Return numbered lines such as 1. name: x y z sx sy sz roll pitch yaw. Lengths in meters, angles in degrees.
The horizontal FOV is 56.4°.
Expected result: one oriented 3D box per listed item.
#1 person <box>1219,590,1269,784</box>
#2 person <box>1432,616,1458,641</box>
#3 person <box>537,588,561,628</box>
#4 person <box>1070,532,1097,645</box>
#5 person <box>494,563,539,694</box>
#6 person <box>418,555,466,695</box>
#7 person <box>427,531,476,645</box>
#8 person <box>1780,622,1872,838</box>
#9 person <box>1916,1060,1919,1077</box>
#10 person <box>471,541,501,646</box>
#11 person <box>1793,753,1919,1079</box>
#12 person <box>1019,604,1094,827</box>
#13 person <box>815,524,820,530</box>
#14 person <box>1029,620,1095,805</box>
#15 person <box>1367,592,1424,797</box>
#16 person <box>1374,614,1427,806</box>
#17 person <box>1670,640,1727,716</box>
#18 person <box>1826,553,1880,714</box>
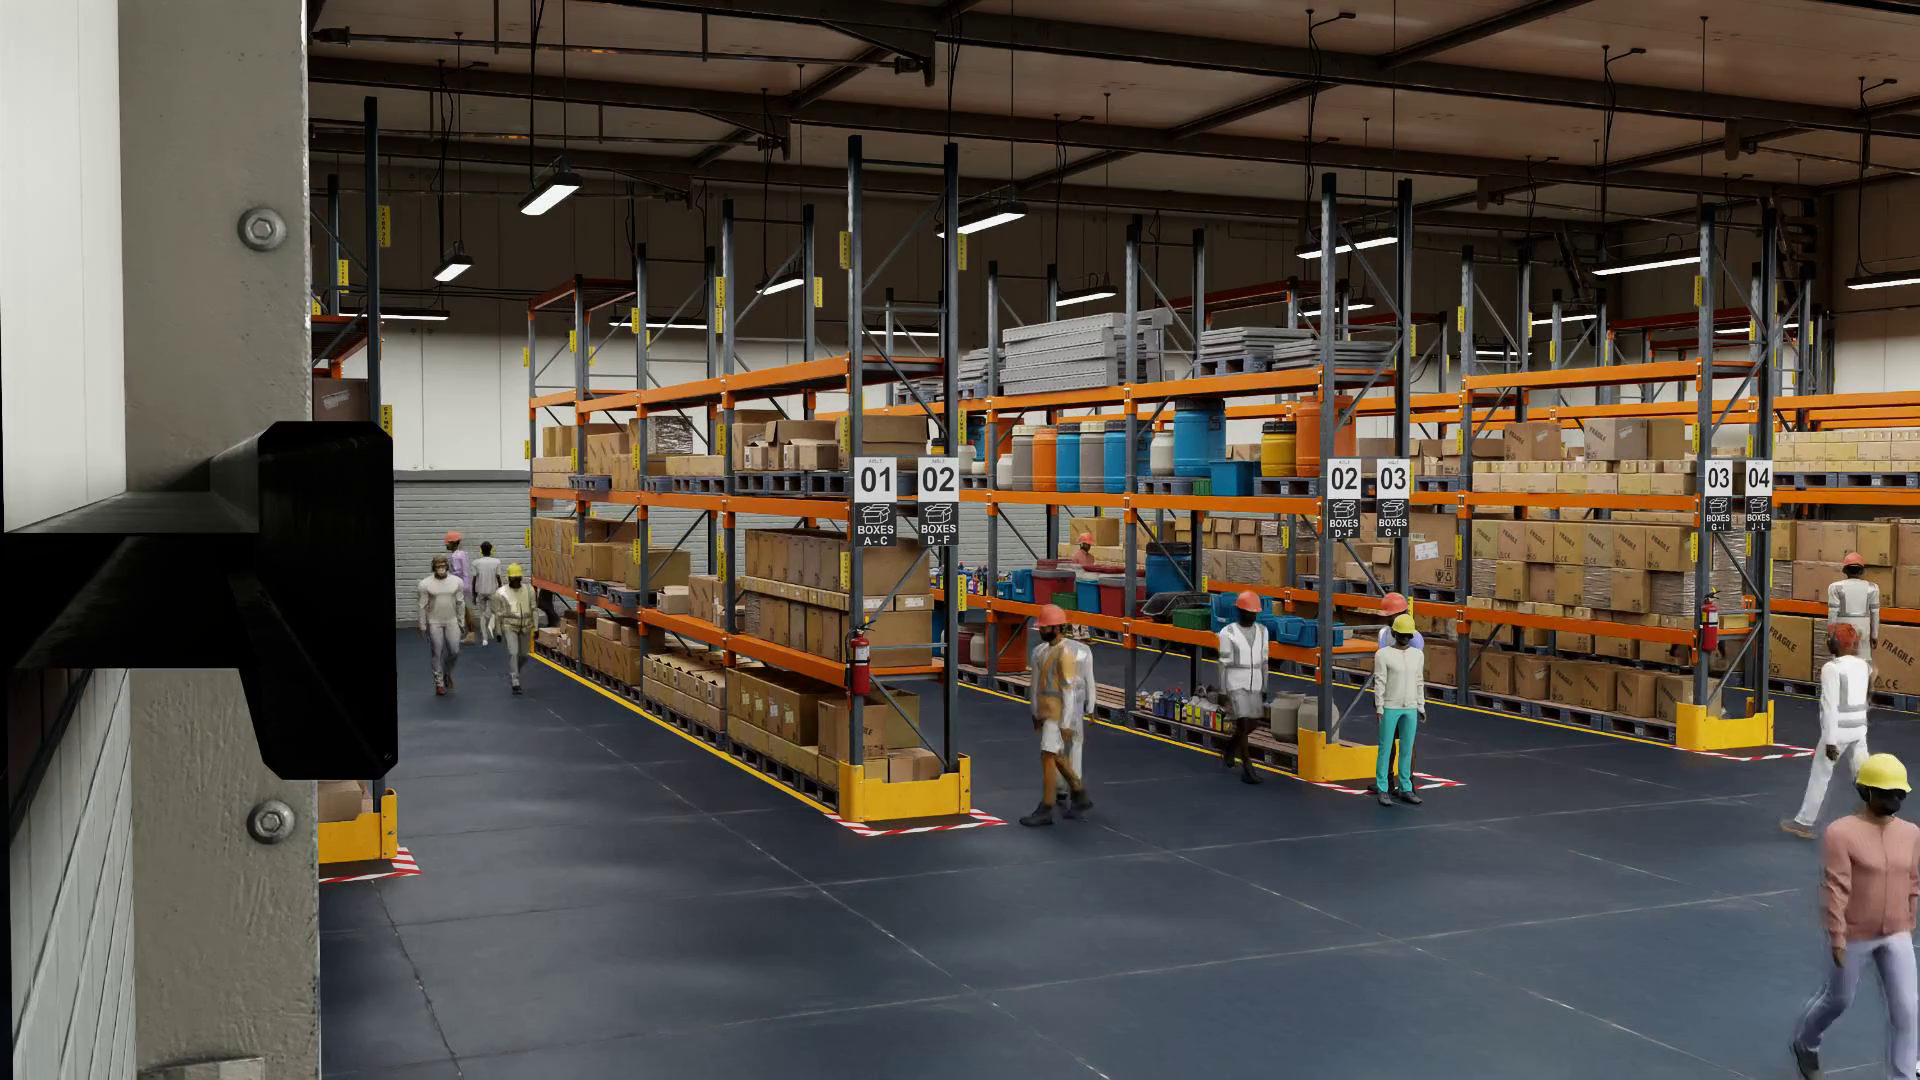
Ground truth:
1. person: 2.799 1.439 17.896 0.556 1.906 0.785 -1 2 -21
2. person: 7.443 1.210 27.407 0.550 1.603 0.768 -1 2 -27
3. person: -7.685 0.801 33.425 0.459 1.983 0.635 0 2 -6
4. person: 2.187 0.861 31.670 0.376 1.996 0.612 2 3 40
5. person: -6.197 1.211 24.974 0.593 1.804 0.702 -1 3 -33
6. person: -7.126 1.166 24.653 0.656 1.922 0.445 -1 2 -26
7. person: -9.016 0.857 31.708 0.937 2.005 0.636 0 2 -1
8. person: 7.290 1.592 14.786 0.593 1.833 1.007 -1 2 -26
9. person: 5.150 1.794 8.892 0.913 1.866 0.671 1 2 24
10. person: -8.305 0.939 31.413 0.558 1.848 0.539 0 2 -9
11. person: 4.372 1.875 8.685 0.525 1.736 0.835 0 2 -5
12. person: 0.853 1.521 15.677 0.616 1.946 0.557 0 2 -11
13. person: -3.113 0.632 38.018 0.613 1.963 0.362 2 3 36
14. person: 0.939 1.540 16.518 0.616 1.794 0.419 0 2 -2
15. person: 4.124 1.457 16.985 0.372 1.929 0.543 -1 3 -33
16. person: 4.070 1.559 16.537 0.523 1.760 0.327 -1 2 -18
17. person: 9.265 1.284 22.364 0.613 1.872 1.014 -1 2 -16
18. person: 11.324 1.180 22.744 0.614 2.040 0.390 0 2 11
